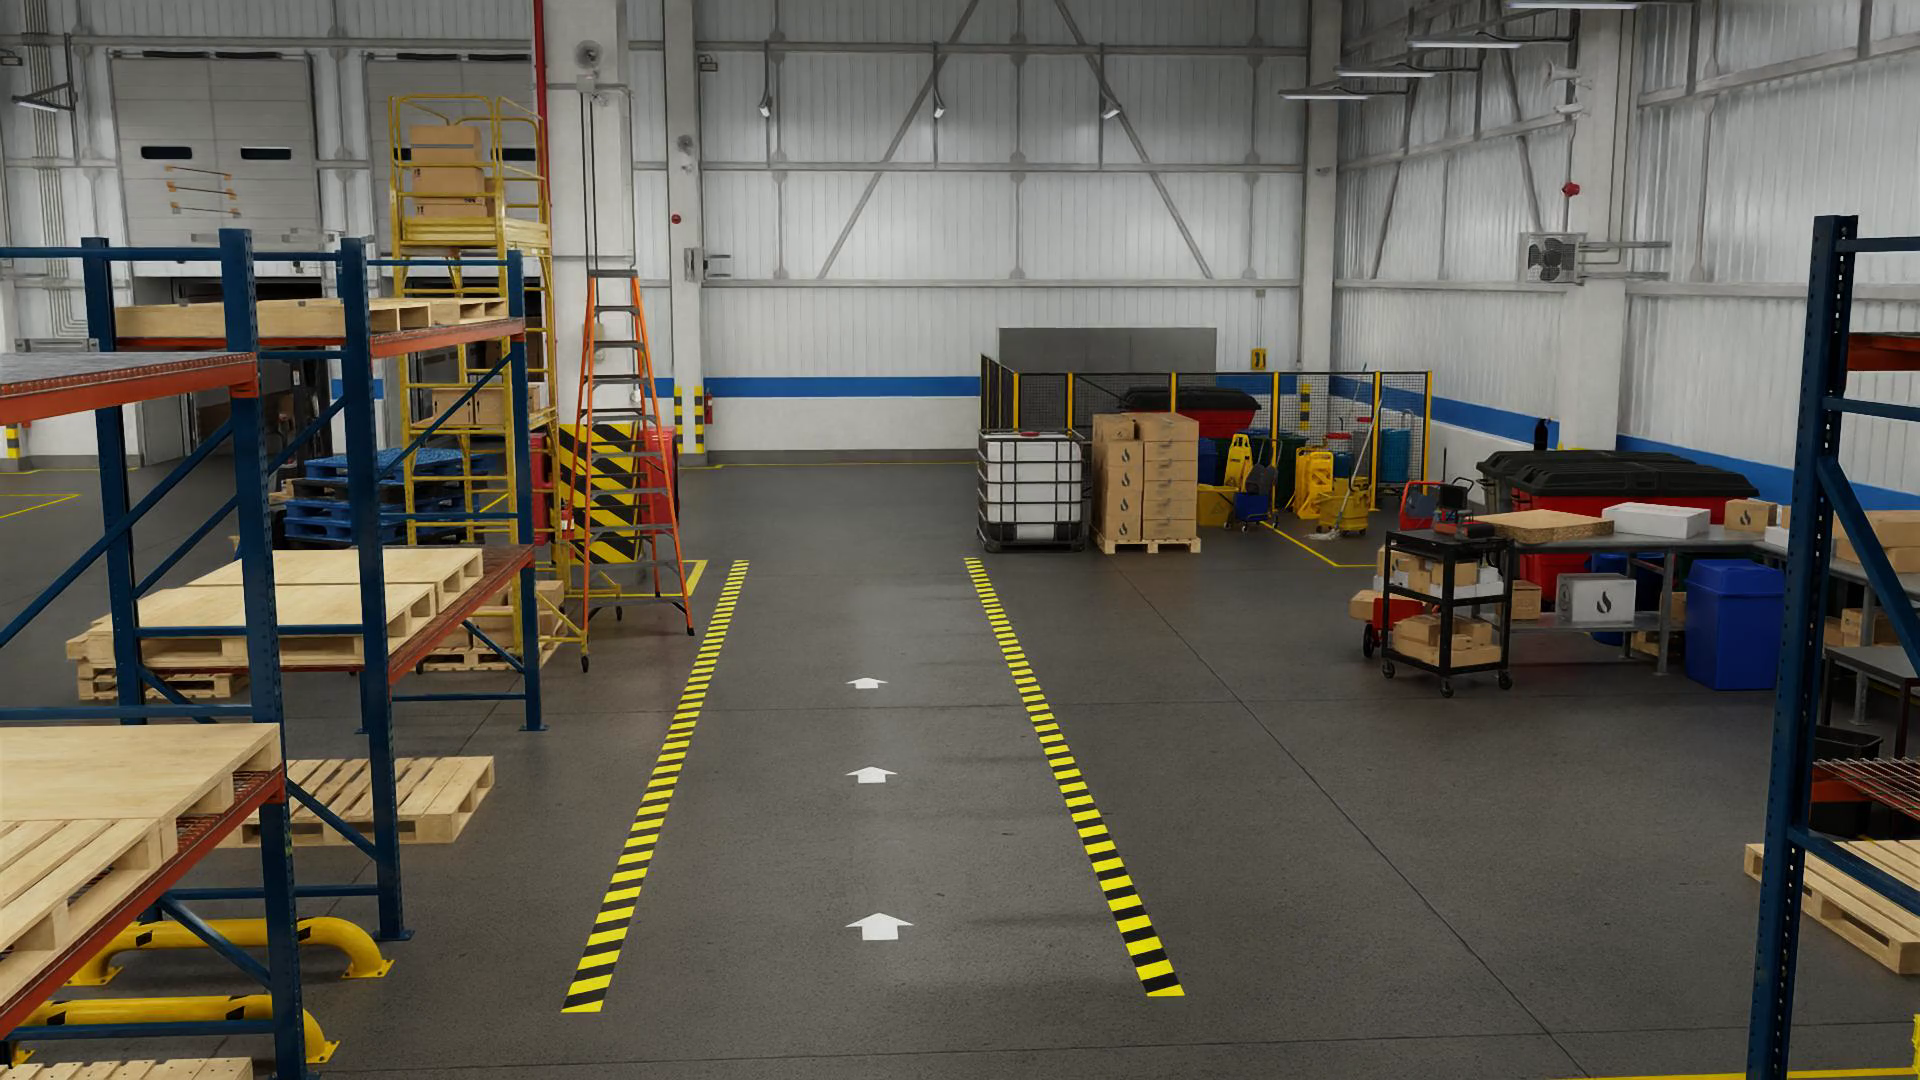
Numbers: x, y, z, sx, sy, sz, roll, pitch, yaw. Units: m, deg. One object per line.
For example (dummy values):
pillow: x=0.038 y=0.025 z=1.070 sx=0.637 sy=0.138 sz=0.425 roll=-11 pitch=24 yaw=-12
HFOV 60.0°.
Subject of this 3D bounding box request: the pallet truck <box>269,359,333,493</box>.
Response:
pallet truck: x=-7.062 y=-1.131 z=18.996 sx=1.885 sy=1.965 sz=0.823 roll=2 pitch=9 yaw=13
